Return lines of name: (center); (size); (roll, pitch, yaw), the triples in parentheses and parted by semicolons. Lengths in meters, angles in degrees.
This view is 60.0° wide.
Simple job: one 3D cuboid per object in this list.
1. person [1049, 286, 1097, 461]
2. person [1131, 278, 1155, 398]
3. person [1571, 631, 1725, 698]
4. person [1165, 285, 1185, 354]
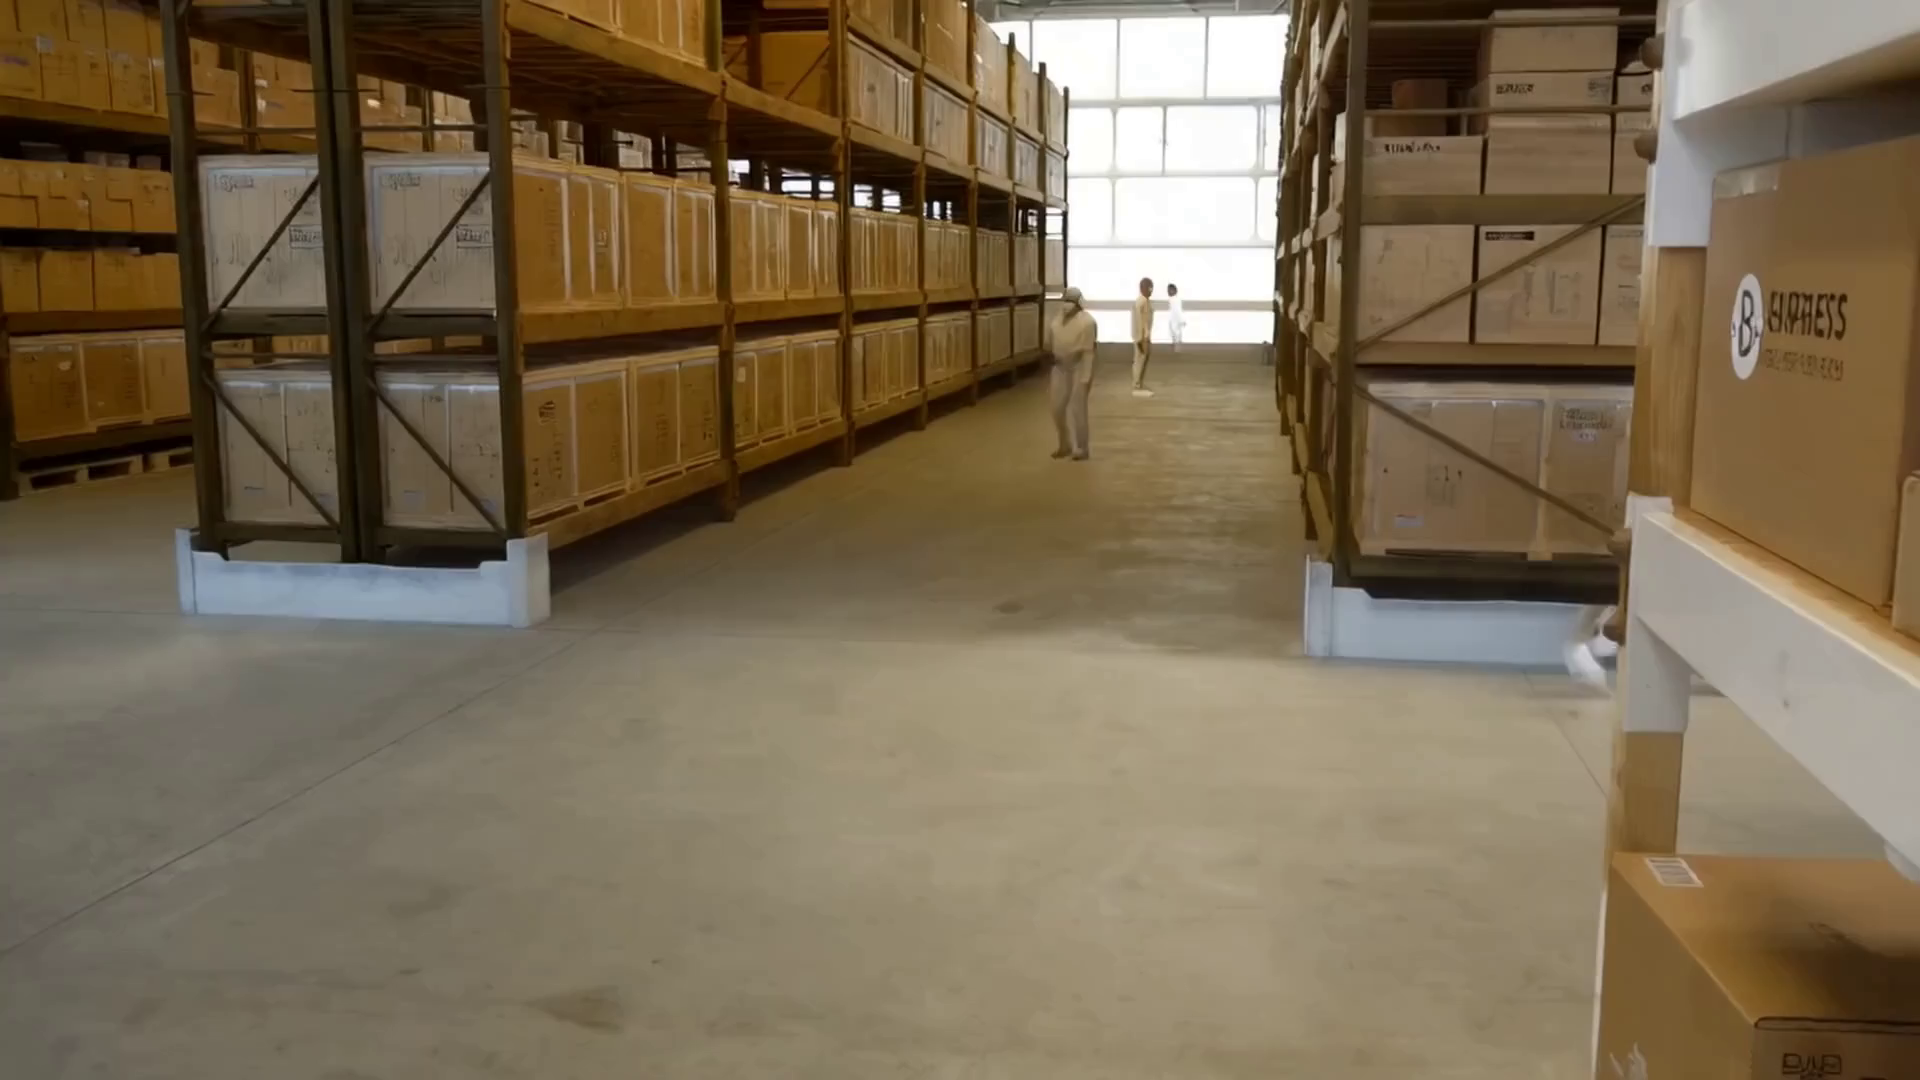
person: (1.223, -1.768, 17.781); (0.520, 1.870, 0.666); (-8, 12, -42)
person: (2.944, -3.253, 26.824); (0.373, 1.931, 0.638); (2, 9, 15)
person: (3.361, -0.134, 7.817); (0.852, 1.820, 0.580); (1, 9, 7)
person: (5.340, -5.465, 41.193); (0.558, 1.709, 0.581); (3, 10, 20)
